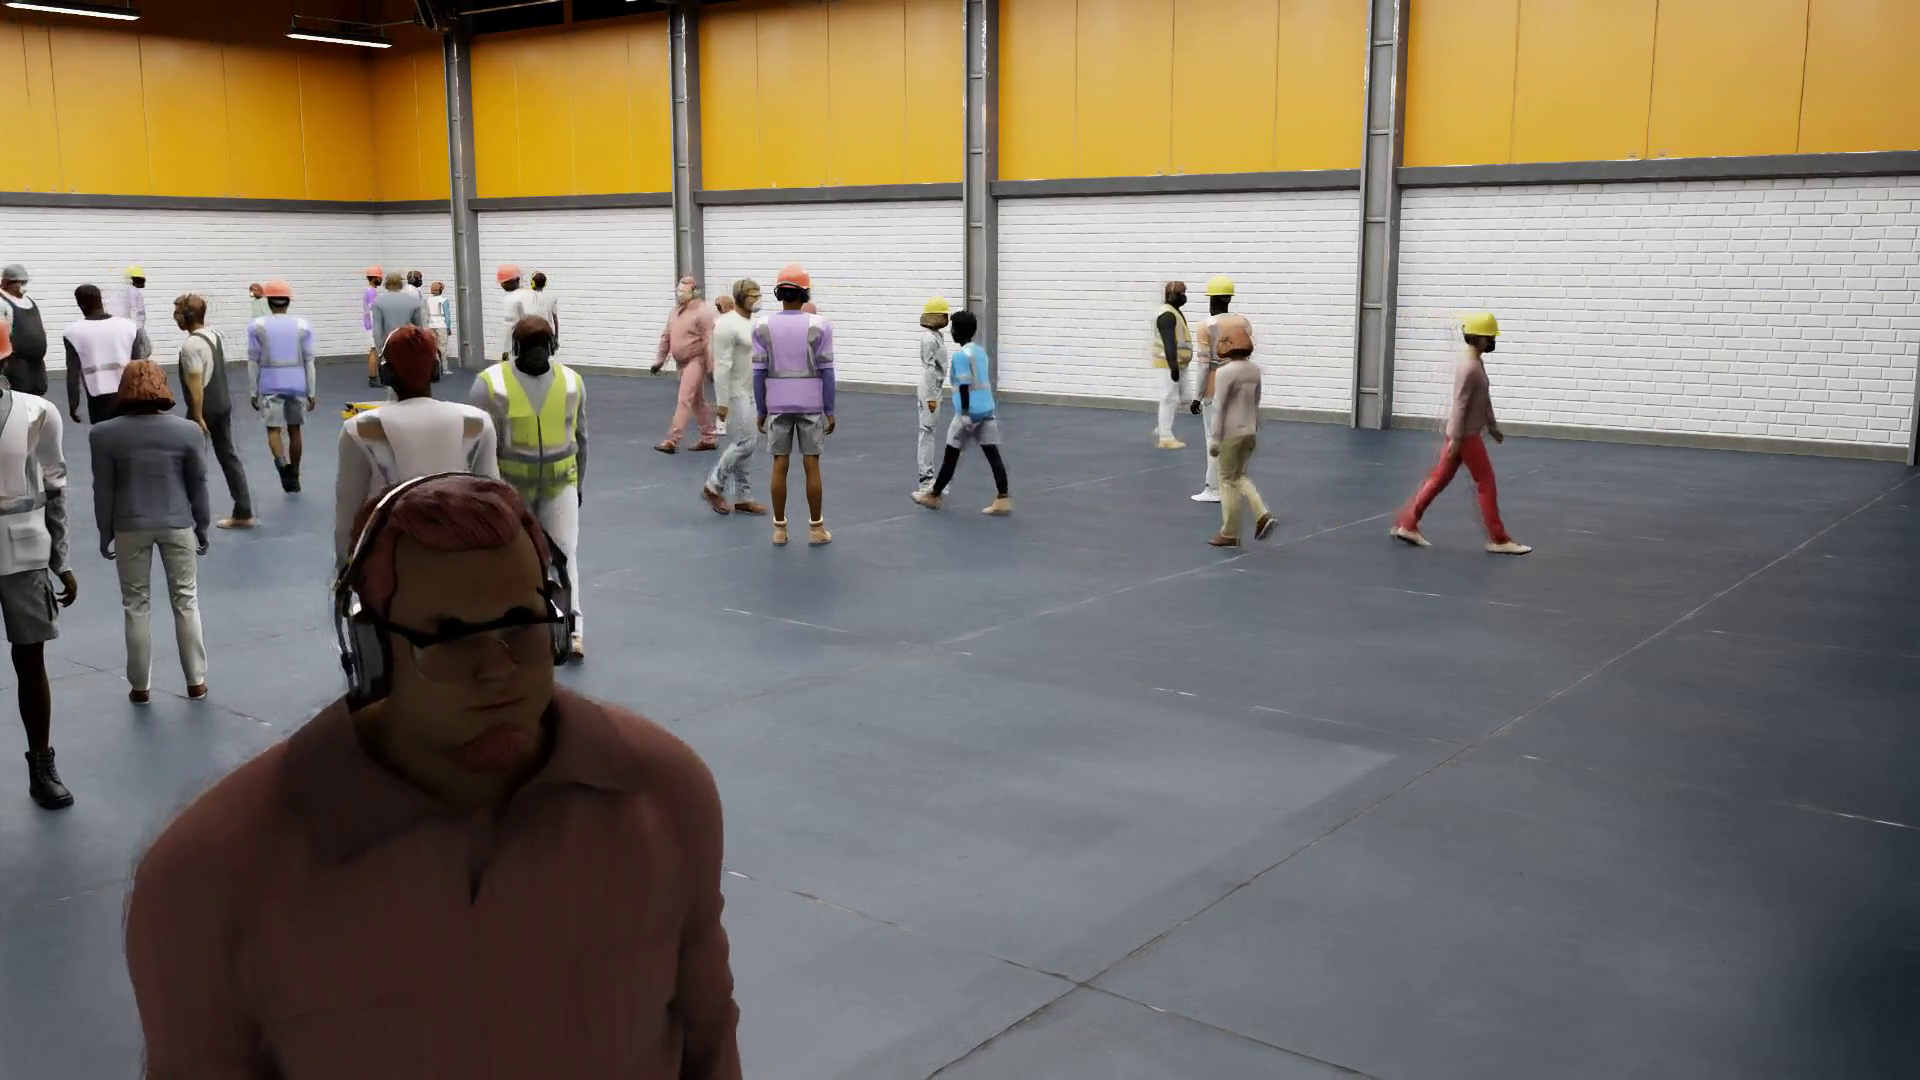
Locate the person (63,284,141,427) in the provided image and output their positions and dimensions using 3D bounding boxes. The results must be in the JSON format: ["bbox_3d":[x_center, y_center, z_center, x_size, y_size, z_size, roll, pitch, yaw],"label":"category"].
[{"bbox_3d":[-7.153,-1.213,14.010,0.627,1.865,0.822,-9,13,-41],"label":"person"}]

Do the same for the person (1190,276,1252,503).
[{"bbox_3d":[2.209,-1.275,14.157,0.585,1.928,0.369,-7,12,-34],"label":"person"}]

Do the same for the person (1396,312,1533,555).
[{"bbox_3d":[3.569,-0.760,11.785,0.937,1.713,0.530,3,10,17],"label":"person"}]

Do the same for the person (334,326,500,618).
[{"bbox_3d":[-2.070,0.112,6.344,0.602,1.832,0.964,-6,11,-31],"label":"person"}]

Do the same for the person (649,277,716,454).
[{"bbox_3d":[-2.959,-1.832,17.566,0.932,1.856,0.698,-8,13,-39],"label":"person"}]

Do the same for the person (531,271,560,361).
[{"bbox_3d":[-5.906,-2.843,23.438,0.528,1.876,0.323,-6,11,-32],"label":"person"}]

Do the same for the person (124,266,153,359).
[{"bbox_3d":[-13.367,-3.484,27.064,0.440,1.911,0.598,-5,11,-28],"label":"person"}]

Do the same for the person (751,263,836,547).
[{"bbox_3d":[-1.191,-0.963,12.008,0.605,2.044,0.374,1,10,4],"label":"person"}]

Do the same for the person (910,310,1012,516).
[{"bbox_3d":[0.041,-1.023,13.476,0.918,1.645,0.548,5,11,29],"label":"person"}]

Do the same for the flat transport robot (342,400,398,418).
[{"bbox_3d":[-7.136,-1.623,20.996,1.431,0.197,0.652,9,13,41],"label":"flat transport robot"}]

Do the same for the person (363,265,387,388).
[{"bbox_3d":[-9.281,-3.392,26.461,0.378,1.932,0.551,-4,10,-21],"label":"person"}]

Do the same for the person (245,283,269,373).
[{"bbox_3d":[-12.519,-3.822,29.958,0.502,1.595,0.790,6,11,29],"label":"person"}]

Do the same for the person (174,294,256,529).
[{"bbox_3d":[-5.882,-0.964,12.715,0.924,1.805,0.513,1,10,6],"label":"person"}]

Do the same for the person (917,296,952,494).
[{"bbox_3d":[-0.219,-1.281,14.726,0.312,1.744,0.487,1,10,4],"label":"person"}]

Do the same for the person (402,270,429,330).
[{"bbox_3d":[-9.135,-3.595,27.924,0.430,1.841,0.624,-6,11,-30],"label":"person"}]

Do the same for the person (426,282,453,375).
[{"bbox_3d":[-9.170,-3.719,29.254,0.508,1.629,0.314,5,11,28],"label":"person"}]

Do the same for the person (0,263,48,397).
[{"bbox_3d":[-10.745,-2.156,18.958,0.667,2.000,0.682,2,10,10],"label":"person"}]

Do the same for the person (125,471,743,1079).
[{"bbox_3d":[-0.515,0.865,1.800,0.653,1.893,0.430,-5,11,-28],"label":"person"}]

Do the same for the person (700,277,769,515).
[{"bbox_3d":[-1.773,-1.141,13.362,0.446,1.929,0.657,3,10,17],"label":"person"}]

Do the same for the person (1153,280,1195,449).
[{"bbox_3d":[2.320,-1.889,18.018,0.452,1.825,0.638,4,10,20],"label":"person"}]

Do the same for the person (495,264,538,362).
[{"bbox_3d":[-5.547,-2.424,20.697,0.926,1.978,0.696,2,10,12],"label":"person"}]

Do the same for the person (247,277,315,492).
[{"bbox_3d":[-5.928,-1.339,14.579,0.549,1.918,0.745,-5,11,-27],"label":"person"}]

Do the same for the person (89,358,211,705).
[{"bbox_3d":[-3.791,-0.037,7.834,0.494,1.624,0.280,-6,11,-31],"label":"person"}]

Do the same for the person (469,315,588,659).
[{"bbox_3d":[-2.254,-0.283,8.785,0.626,1.799,0.948,-4,11,-24],"label":"person"}]

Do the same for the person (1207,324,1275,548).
[{"bbox_3d":[1.991,-0.734,11.913,0.401,1.619,0.498,9,13,42],"label":"person"}]

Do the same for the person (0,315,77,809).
[{"bbox_3d":[-3.609,0.088,6.223,0.544,1.927,0.384,-7,12,-36],"label":"person"}]

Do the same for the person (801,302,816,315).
[{"bbox_3d":[-2.196,-2.694,22.886,0.350,1.753,0.553,8,13,39],"label":"person"}]

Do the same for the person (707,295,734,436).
[{"bbox_3d":[-2.722,-2.034,19.431,0.512,1.635,0.311,-9,13,-43],"label":"person"}]

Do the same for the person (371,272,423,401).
[{"bbox_3d":[-7.290,-2.527,21.591,0.649,1.886,1.045,-5,11,-26],"label":"person"}]
